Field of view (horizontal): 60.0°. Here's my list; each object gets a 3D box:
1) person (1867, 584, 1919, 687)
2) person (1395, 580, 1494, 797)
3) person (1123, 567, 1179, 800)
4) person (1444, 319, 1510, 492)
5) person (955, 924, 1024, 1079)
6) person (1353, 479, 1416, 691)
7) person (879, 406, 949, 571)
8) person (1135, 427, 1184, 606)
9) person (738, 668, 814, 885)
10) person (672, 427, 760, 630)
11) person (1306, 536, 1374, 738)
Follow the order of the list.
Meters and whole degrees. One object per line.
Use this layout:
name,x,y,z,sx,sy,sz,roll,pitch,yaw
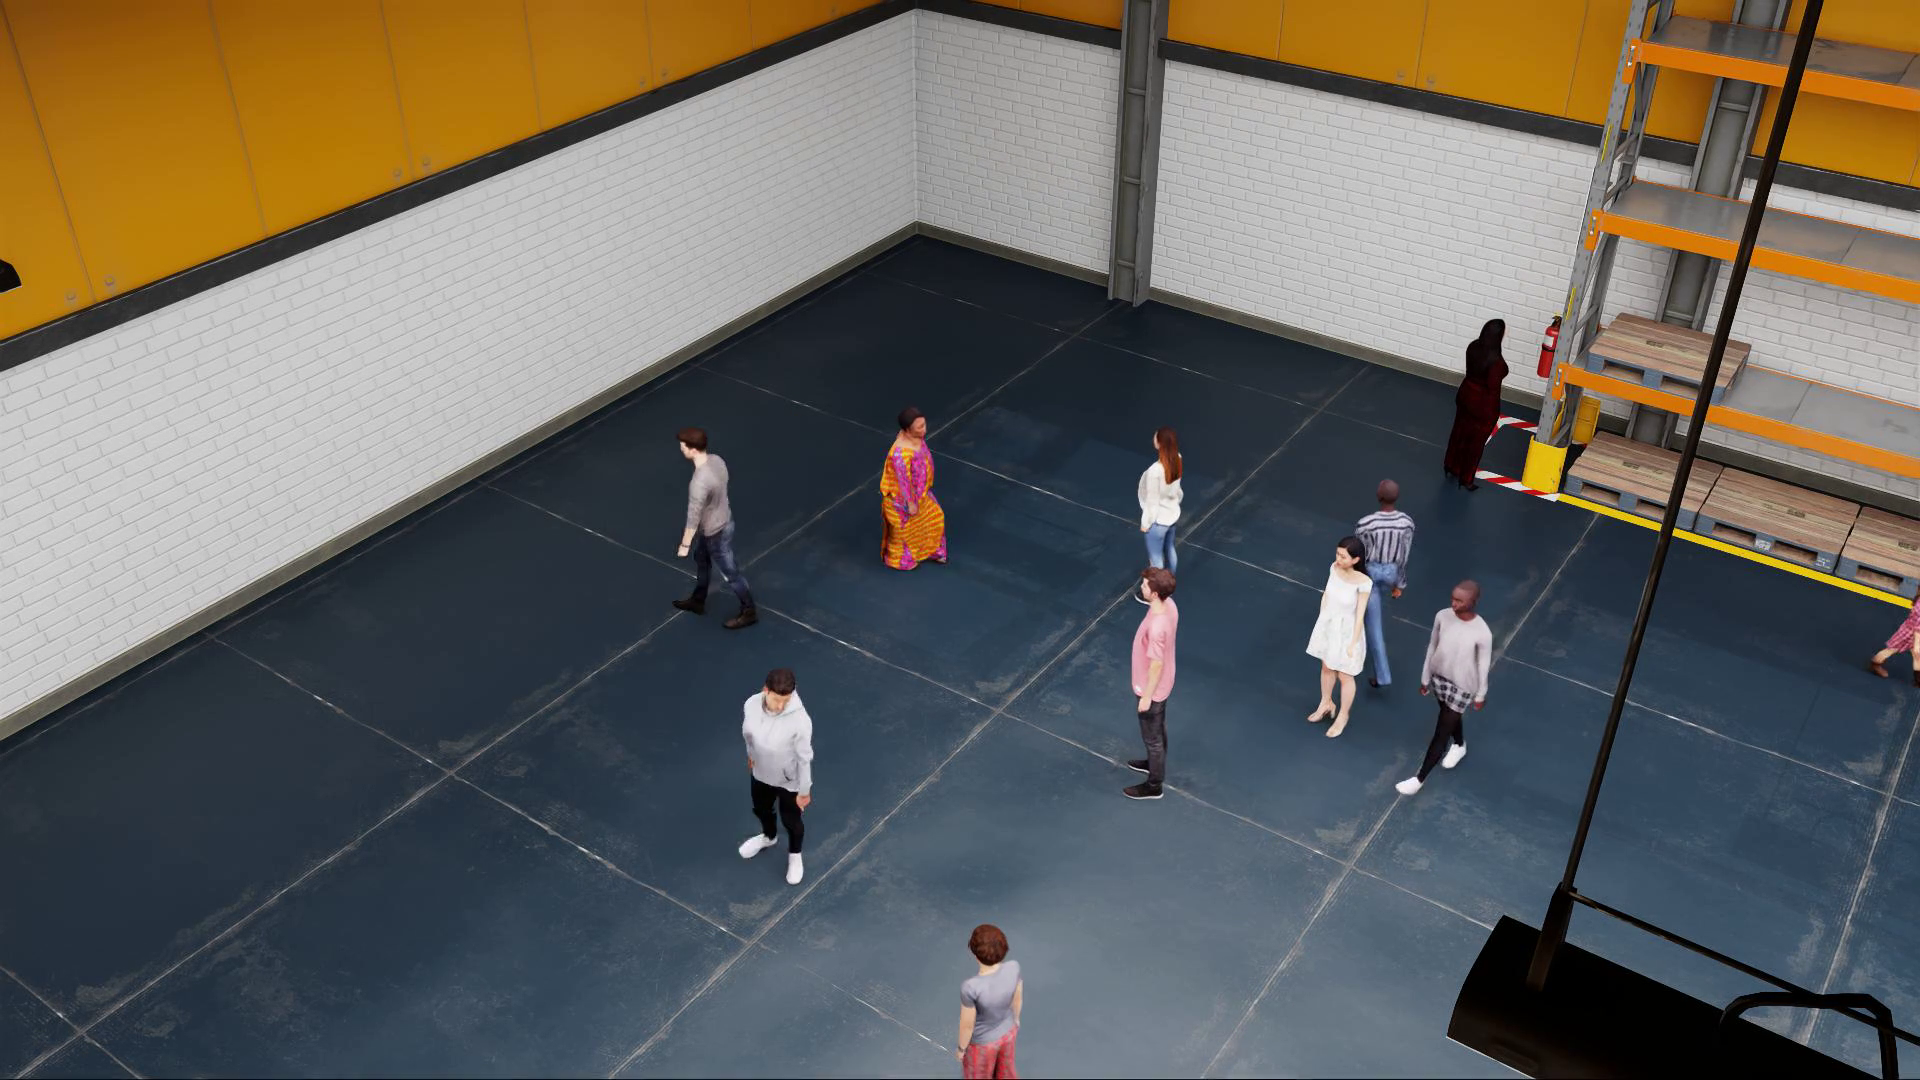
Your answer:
person,7.567,0.720,13.289,0.738,1.001,0.454,23,40,31
person,3.665,1.021,12.181,0.889,1.727,1.153,-27,42,-34
person,1.406,1.027,11.965,0.675,1.957,0.708,7,34,11
person,4.851,-1.284,15.621,0.838,1.759,0.749,-11,35,-16
person,0.175,2.839,9.516,0.651,1.651,0.644,-20,38,-27
person,3.310,0.396,13.120,1.192,1.729,1.280,-6,34,-10
person,-0.503,-0.453,14.466,0.924,1.653,0.810,8,34,12
person,1.703,-0.202,14.054,0.568,1.691,0.639,25,41,33
person,-1.219,1.534,11.265,0.713,1.887,0.951,23,40,30
person,-1.923,-0.076,13.703,1.160,1.870,1.035,-1,34,-2
person,2.879,0.721,12.592,0.807,1.773,0.697,-20,38,-27
